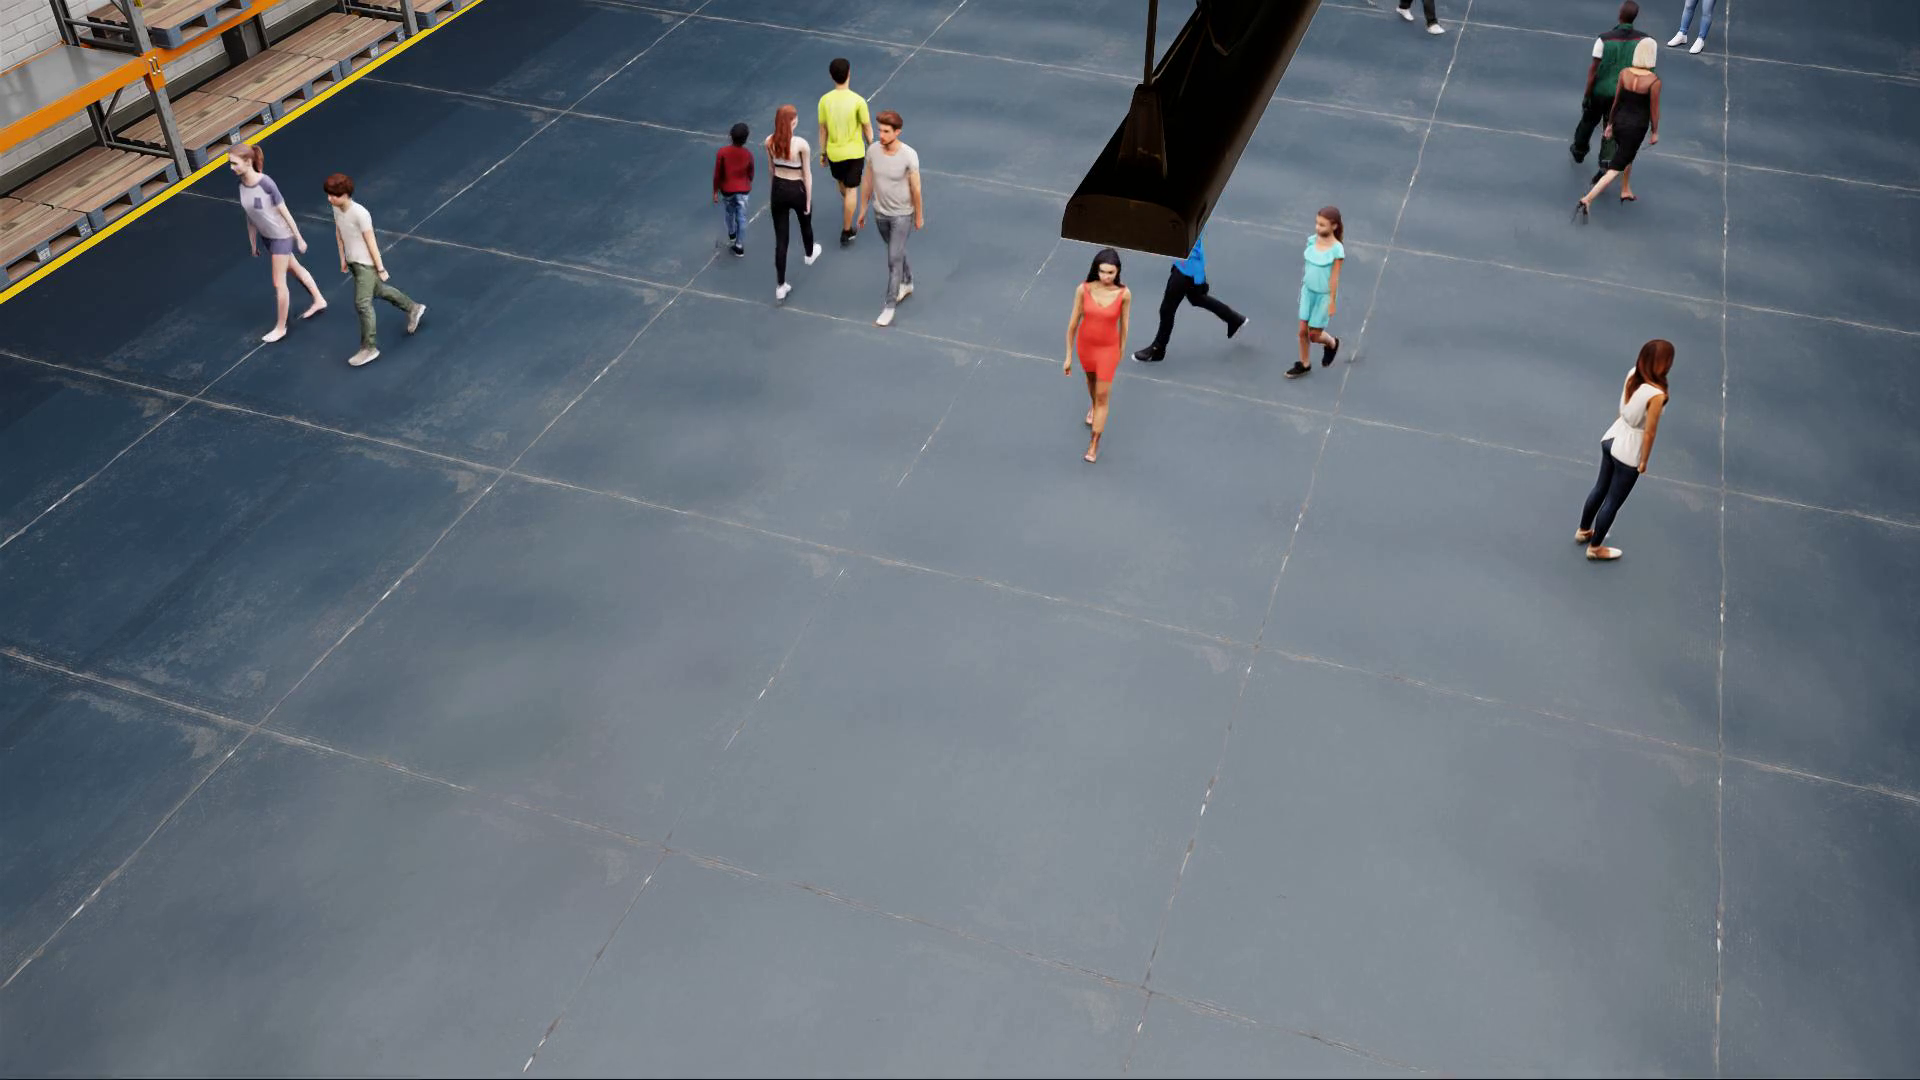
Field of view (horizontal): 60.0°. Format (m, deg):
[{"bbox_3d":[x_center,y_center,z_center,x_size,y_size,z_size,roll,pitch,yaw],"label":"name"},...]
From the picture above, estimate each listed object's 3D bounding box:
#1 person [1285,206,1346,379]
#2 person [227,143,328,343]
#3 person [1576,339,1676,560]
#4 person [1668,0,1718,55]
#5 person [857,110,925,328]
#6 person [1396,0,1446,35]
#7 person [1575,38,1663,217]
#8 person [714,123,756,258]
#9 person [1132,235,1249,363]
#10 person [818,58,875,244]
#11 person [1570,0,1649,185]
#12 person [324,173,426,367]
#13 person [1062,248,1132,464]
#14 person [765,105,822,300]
[{"bbox_3d":[2.991,-2.028,13.637,0.849,1.547,0.762,-23,44,-26],"label":"person"},{"bbox_3d":[-5.766,-2.612,14.222,0.737,1.728,1.030,23,44,27],"label":"person"},{"bbox_3d":[4.672,-0.643,11.713,0.716,1.784,0.609,-6,39,-7],"label":"person"},{"bbox_3d":[8.591,-6.455,19.110,0.735,1.635,0.723,-26,46,-29],"label":"person"},{"bbox_3d":[-0.528,-2.877,14.447,0.781,1.862,1.072,22,43,25],"label":"person"},{"bbox_3d":[5.493,-6.940,19.607,1.159,1.772,1.198,-17,42,-20],"label":"person"},{"bbox_3d":[6.293,-3.851,15.799,1.156,1.698,1.056,-18,42,-21],"label":"person"},{"bbox_3d":[-2.090,-3.219,15.385,0.695,1.227,0.812,-8,39,-10],"label":"person"},{"bbox_3d":[1.975,-2.225,13.724,1.097,1.746,1.263,-4,39,-5],"label":"person"},{"bbox_3d":[-1.078,-3.581,15.497,0.822,1.653,1.176,6,39,8],"label":"person"},{"bbox_3d":[6.399,-4.331,16.325,0.955,1.792,1.311,1,39,1],"label":"person"},{"bbox_3d":[-4.932,-2.343,13.974,0.818,1.618,1.182,24,45,27],"label":"person"},{"bbox_3d":[1.074,-1.509,12.898,0.716,1.658,1.178,8,39,10],"label":"person"},{"bbox_3d":[-1.542,-2.955,14.681,0.667,1.692,1.192,10,40,12],"label":"person"}]
